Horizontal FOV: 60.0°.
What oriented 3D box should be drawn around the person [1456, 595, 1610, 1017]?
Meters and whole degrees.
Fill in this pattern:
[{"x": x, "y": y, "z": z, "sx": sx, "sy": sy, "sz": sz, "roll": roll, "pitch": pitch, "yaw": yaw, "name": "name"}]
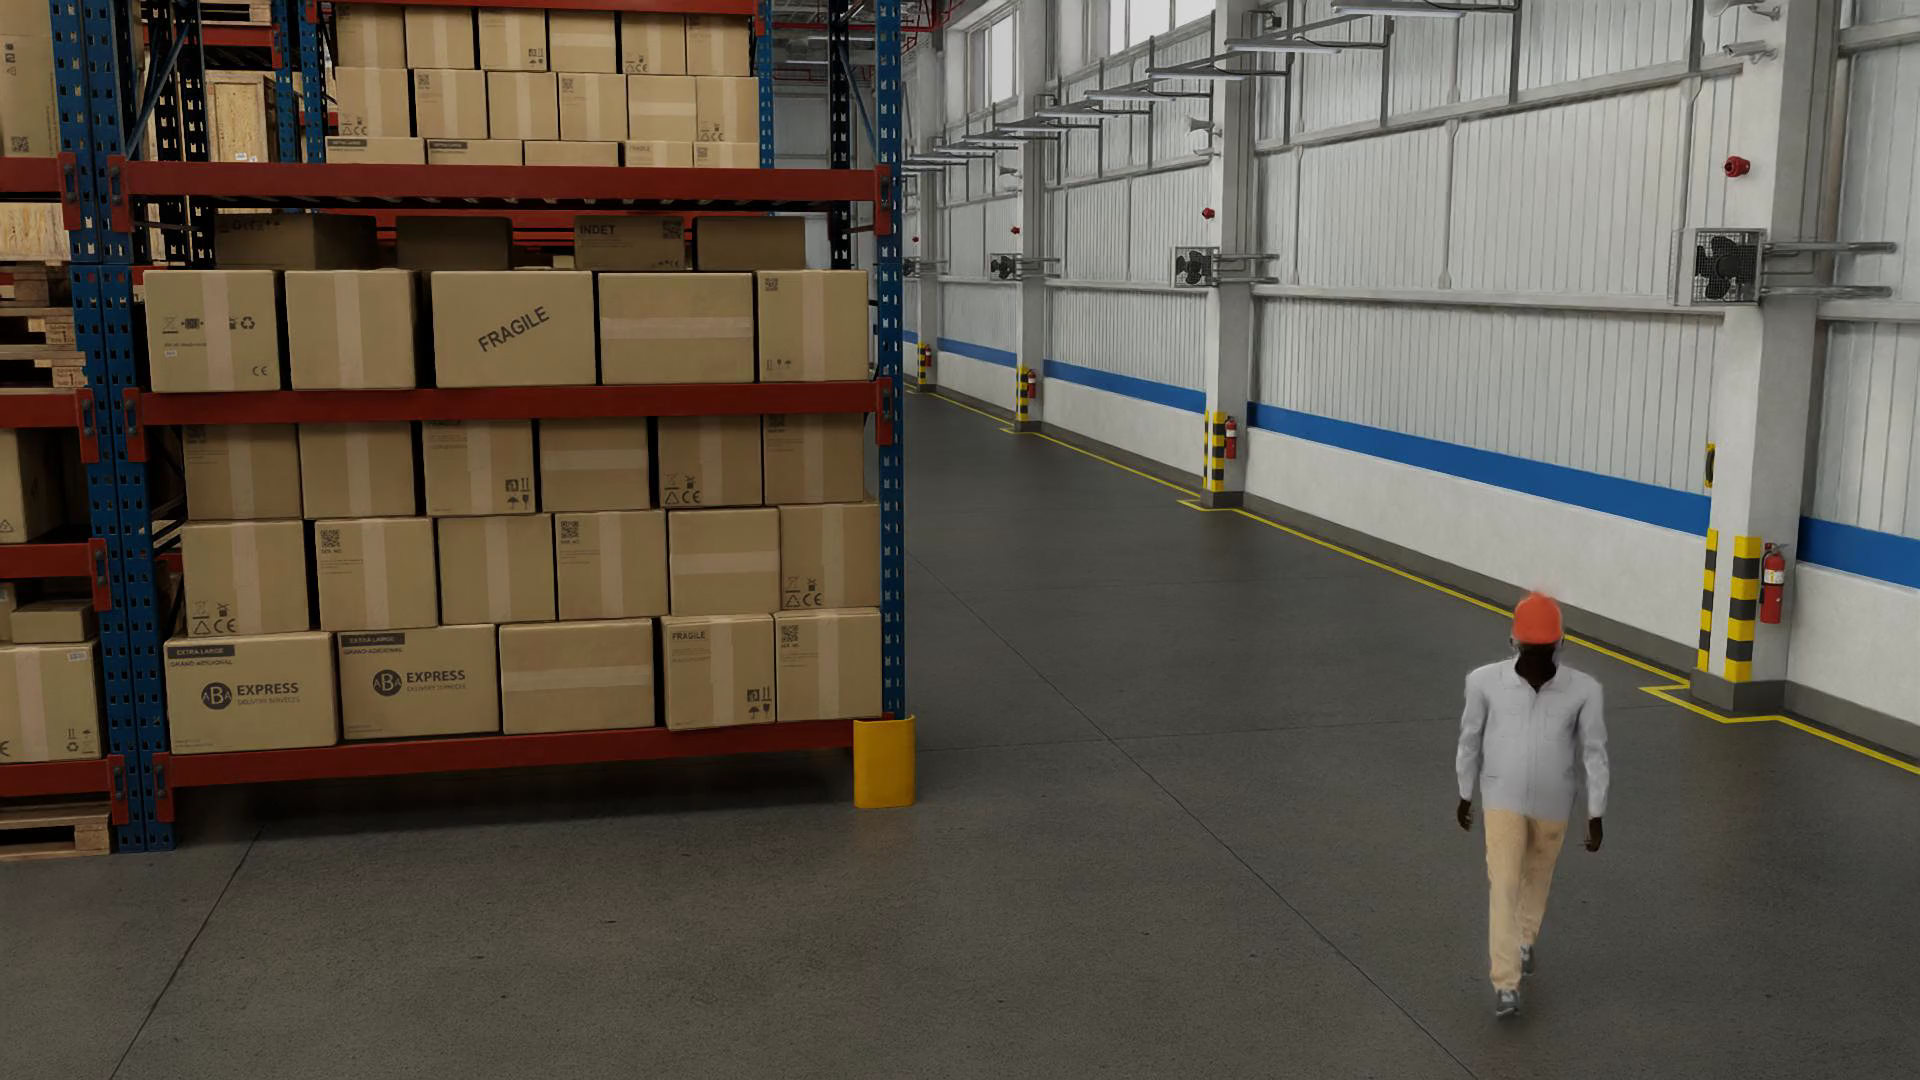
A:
[{"x": 2.359, "y": 1.066, "z": 6.864, "sx": 0.588, "sy": 1.698, "sz": 0.887, "roll": 2, "pitch": 10, "yaw": 14, "name": "person"}]
